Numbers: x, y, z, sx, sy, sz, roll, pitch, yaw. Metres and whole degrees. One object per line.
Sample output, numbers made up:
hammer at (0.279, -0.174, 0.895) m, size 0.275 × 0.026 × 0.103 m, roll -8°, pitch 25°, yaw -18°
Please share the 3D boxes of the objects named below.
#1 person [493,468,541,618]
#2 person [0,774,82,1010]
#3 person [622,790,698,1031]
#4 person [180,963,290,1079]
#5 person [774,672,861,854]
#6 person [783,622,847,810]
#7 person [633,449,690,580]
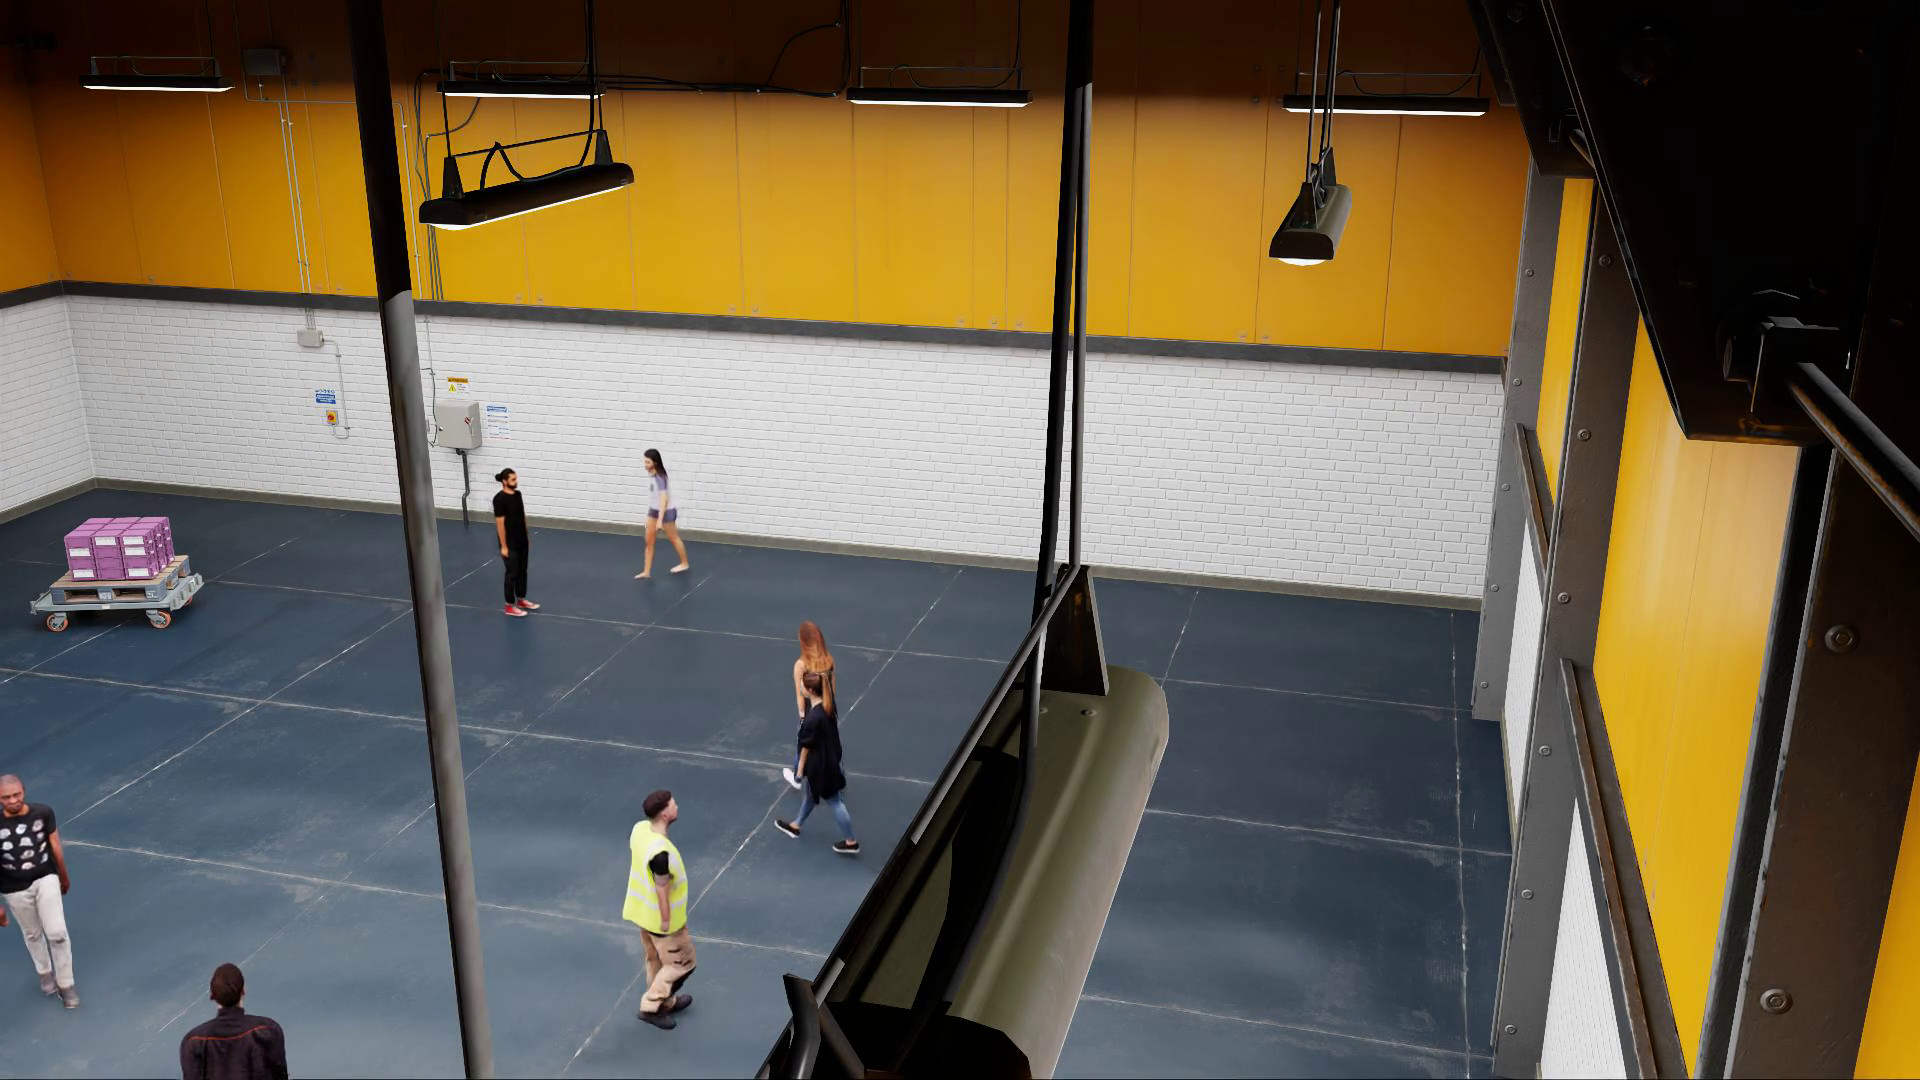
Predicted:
person at (-5.243, 0.005, 19.461) m, size 0.701 × 1.757 × 0.533 m, roll 6°, pitch 20°, yaw 19°
person at (-6.751, 2.487, 12.057) m, size 0.987 × 1.779 × 1.027 m, roll -12°, pitch 22°, yaw -32°
person at (-2.156, 2.603, 11.629) m, size 0.926 × 1.832 × 0.870 m, roll -12°, pitch 22°, yaw -32°
person at (-4.067, 3.317, 9.407) m, size 0.813 × 1.897 × 0.841 m, roll -7°, pitch 20°, yaw -19°
person at (-1.065, 1.911, 13.969) m, size 0.709 × 1.650 × 0.973 m, roll 6°, pitch 20°, yaw 18°
person at (-1.240, 1.617, 14.825) m, size 1.031 × 1.660 × 1.058 m, roll -12°, pitch 22°, yaw -31°
person at (-3.629, -0.331, 20.596) m, size 1.113 × 1.670 × 0.951 m, roll -12°, pitch 22°, yaw -31°
